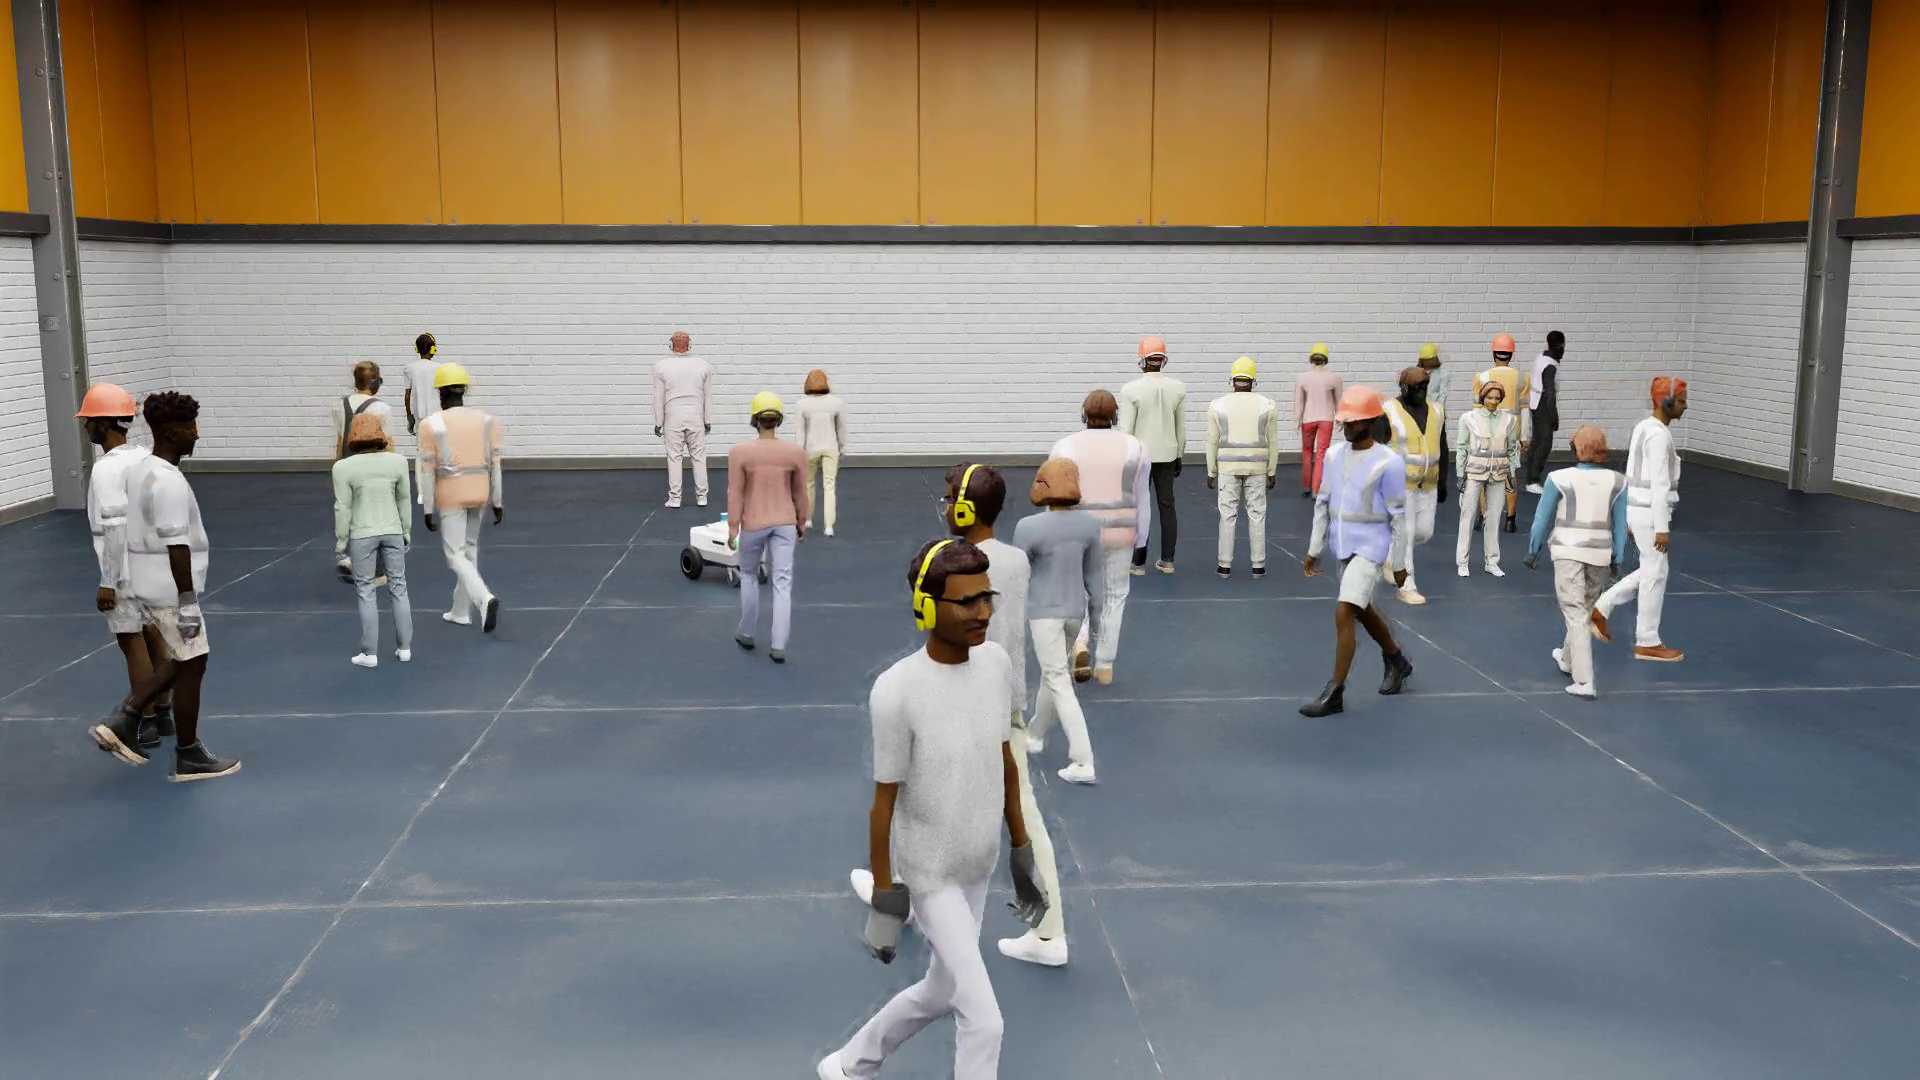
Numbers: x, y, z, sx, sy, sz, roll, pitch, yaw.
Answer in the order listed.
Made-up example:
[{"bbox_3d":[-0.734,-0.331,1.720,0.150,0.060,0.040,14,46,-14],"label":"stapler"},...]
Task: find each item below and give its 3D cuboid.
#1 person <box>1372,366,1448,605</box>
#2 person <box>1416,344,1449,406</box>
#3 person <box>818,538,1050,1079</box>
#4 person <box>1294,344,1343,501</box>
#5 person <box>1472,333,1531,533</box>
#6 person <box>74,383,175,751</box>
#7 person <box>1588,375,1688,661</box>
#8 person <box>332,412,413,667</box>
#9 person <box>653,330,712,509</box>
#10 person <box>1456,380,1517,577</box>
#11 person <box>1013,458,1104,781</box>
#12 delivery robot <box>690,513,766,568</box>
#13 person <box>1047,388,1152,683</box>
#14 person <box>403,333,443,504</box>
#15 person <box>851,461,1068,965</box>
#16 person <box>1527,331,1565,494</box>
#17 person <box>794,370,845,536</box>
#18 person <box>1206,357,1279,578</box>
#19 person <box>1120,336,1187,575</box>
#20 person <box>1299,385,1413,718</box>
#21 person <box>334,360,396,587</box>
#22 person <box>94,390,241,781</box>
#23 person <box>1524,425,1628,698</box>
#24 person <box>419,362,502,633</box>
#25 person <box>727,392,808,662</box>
[{"bbox_3d":[3.427,-0.442,12.826,0.645,1.818,0.686,-3,10,-20],"label":"person"},{"bbox_3d":[5.578,-1.484,19.803,0.479,1.680,0.972,6,11,34],"label":"person"},{"bbox_3d":[-0.074,0.878,4.486,0.889,1.841,0.519,7,11,37],"label":"person"},{"bbox_3d":[4.036,-1.328,18.684,0.533,1.731,0.864,3,10,20],"label":"person"},{"bbox_3d":[5.237,-1.031,16.156,0.543,1.939,0.355,1,9,8],"label":"person"},{"bbox_3d":[-4.414,0.144,8.775,0.369,1.939,0.542,-1,9,-3],"label":"person"},{"bbox_3d":[4.415,-0.141,10.788,0.554,1.868,0.574,3,9,16],"label":"person"},{"bbox_3d":[-3.756,-0.005,10.666,0.497,1.633,0.279,-7,12,-39],"label":"person"},{"bbox_3d":[-2.983,-1.290,17.880,0.643,1.910,0.400,-3,10,-20],"label":"person"},{"bbox_3d":[4.360,-0.507,13.797,0.514,1.640,0.309,-1,9,-4],"label":"person"},{"bbox_3d":[0.469,0.382,8.381,0.504,1.587,0.845,-6,11,-35],"label":"person"},{"bbox_3d":[-1.896,0.021,13.583,0.477,0.478,0.707,-8,12,-40],"label":"delivery robot"},{"bbox_3d":[0.840,0.002,10.029,0.631,1.826,0.604,1,9,3],"label":"person"},{"bbox_3d":[-5.801,-1.320,18.181,0.521,1.871,0.325,1,9,3],"label":"person"},{"bbox_3d":[0.027,0.619,6.146,0.987,1.819,0.555,7,12,39],"label":"person"},{"bbox_3d":[6.717,-1.478,19.203,0.384,1.870,0.732,2,9,11],"label":"person"},{"bbox_3d":[-1.360,-0.851,16.127,0.504,1.587,0.867,-2,9,-11],"label":"person"},{"bbox_3d":[2.325,-0.591,13.722,0.586,1.833,0.403,1,9,6],"label":"person"},{"bbox_3d":[1.599,-0.700,13.898,0.611,1.995,0.375,-3,10,-21],"label":"person"},{"bbox_3d":[2.361,0.041,9.614,0.991,1.895,0.530,-6,11,-31],"label":"person"},{"bbox_3d":[-4.730,-0.513,13.247,0.537,1.826,0.451,3,9,16],"label":"person"},{"bbox_3d":[-3.915,0.238,8.161,0.521,1.947,0.606,-6,11,-35],"label":"person"},{"bbox_3d":[3.710,0.109,10.052,0.529,1.595,0.841,-1,9,-4],"label":"person"},{"bbox_3d":[-3.453,-0.292,11.637,0.808,1.903,0.588,9,13,43],"label":"person"},{"bbox_3d":[-1.279,-0.104,10.940,0.552,1.730,0.798,-3,9,-17],"label":"person"}]
